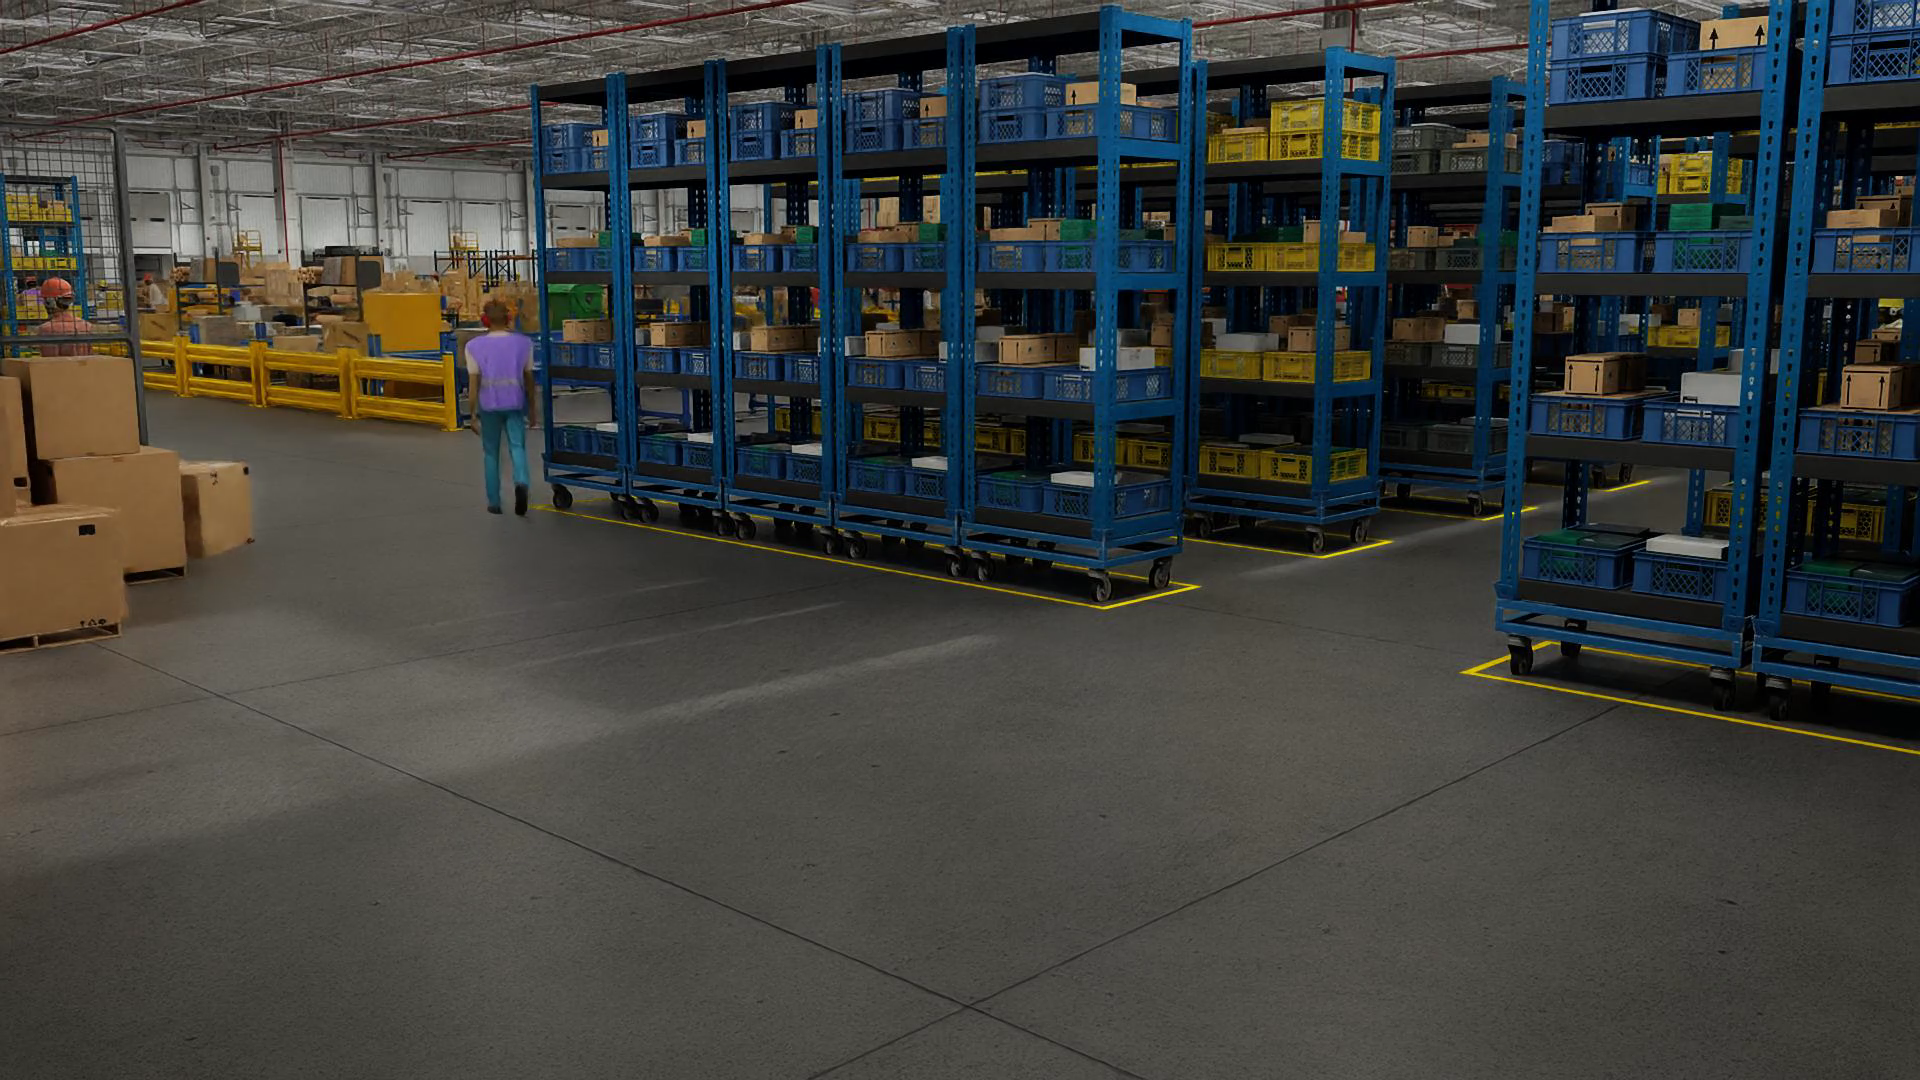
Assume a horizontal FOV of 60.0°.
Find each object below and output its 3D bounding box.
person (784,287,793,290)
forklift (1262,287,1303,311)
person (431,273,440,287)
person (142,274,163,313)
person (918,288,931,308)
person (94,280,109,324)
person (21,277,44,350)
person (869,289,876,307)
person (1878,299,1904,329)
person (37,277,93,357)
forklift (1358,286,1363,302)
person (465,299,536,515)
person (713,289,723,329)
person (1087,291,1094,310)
[{"bbox_3d":[-7.792,-11.064,75.720,0.541,1.590,0.875,3,10,18],"label":"person"},{"bbox_3d":[10.769,-8.203,54.240,1.129,2.768,1.873,8,12,42],"label":"forklift"},{"bbox_3d":[-23.028,-10.769,73.004,0.970,1.875,0.572,-1,9,-4],"label":"person"},{"bbox_3d":[-22.595,-6.470,46.547,0.972,1.918,0.672,-5,11,-29],"label":"person"},{"bbox_3d":[-0.941,-5.638,41.775,0.403,1.818,0.600,-5,10,-28],"label":"person"},{"bbox_3d":[-24.661,-6.606,47.944,0.307,1.738,0.485,8,12,41],"label":"person"},{"bbox_3d":[-21.105,-5.071,37.951,0.543,1.928,0.372,-9,13,-44],"label":"person"},{"bbox_3d":[-4.071,-11.190,75.654,1.016,1.860,0.619,-3,10,-18],"label":"person"},{"bbox_3d":[9.857,-1.724,17.711,0.404,1.835,0.587,2,9,11],"label":"person"},{"bbox_3d":[-7.784,-1.280,14.498,0.375,1.995,0.611,1,9,8],"label":"person"},{"bbox_3d":[11.100,-7.017,46.970,1.873,2.768,1.129,9,13,43],"label":"forklift"},{"bbox_3d":[-3.816,-1.095,13.880,0.577,1.818,0.719,-4,10,-25],"label":"person"},{"bbox_3d":[-7.185,-6.773,48.569,0.645,1.866,0.929,-8,12,-39],"label":"person"},{"bbox_3d":[4.153,-7.433,52.302,0.616,1.983,1.067,9,13,43],"label":"person"}]
